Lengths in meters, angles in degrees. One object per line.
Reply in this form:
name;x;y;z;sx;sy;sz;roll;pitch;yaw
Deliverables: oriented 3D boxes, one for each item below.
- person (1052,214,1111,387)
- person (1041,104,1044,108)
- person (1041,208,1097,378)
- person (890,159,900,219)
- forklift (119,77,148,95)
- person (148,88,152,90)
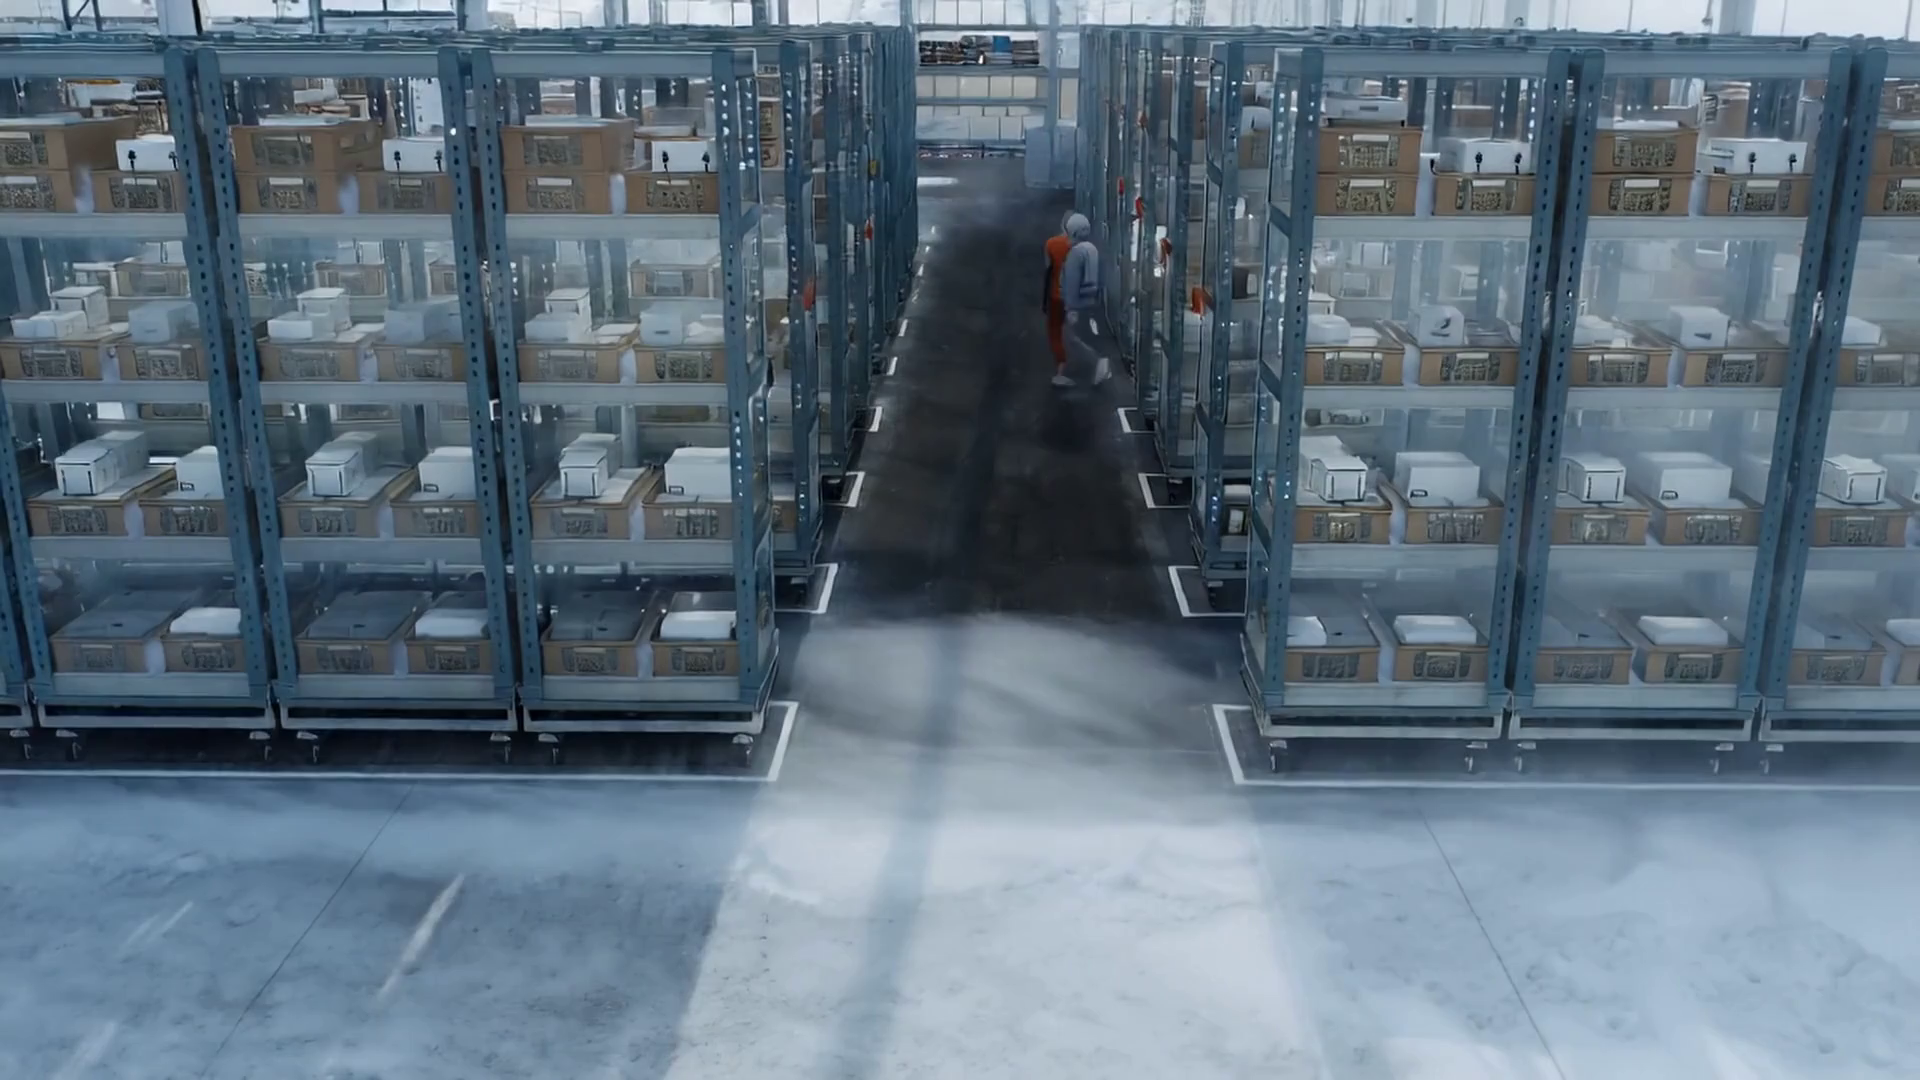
person;1.302;-2.462;17.271;0.617;1.795;0.616;8;19;23
person;2.781;-14.604;55.933;0.669;1.806;0.633;4;18;13
person;1.141;-2.570;17.552;0.589;1.823;0.462;-3;18;-8
person;-1.152;-5.919;27.985;0.631;1.975;0.612;-6;18;-19
forklift;-21.725;-11.367;43.864;1.873;2.768;1.129;0;17;1
person;-25.977;-13.968;53.884;0.651;1.833;0.608;-2;17;-5
